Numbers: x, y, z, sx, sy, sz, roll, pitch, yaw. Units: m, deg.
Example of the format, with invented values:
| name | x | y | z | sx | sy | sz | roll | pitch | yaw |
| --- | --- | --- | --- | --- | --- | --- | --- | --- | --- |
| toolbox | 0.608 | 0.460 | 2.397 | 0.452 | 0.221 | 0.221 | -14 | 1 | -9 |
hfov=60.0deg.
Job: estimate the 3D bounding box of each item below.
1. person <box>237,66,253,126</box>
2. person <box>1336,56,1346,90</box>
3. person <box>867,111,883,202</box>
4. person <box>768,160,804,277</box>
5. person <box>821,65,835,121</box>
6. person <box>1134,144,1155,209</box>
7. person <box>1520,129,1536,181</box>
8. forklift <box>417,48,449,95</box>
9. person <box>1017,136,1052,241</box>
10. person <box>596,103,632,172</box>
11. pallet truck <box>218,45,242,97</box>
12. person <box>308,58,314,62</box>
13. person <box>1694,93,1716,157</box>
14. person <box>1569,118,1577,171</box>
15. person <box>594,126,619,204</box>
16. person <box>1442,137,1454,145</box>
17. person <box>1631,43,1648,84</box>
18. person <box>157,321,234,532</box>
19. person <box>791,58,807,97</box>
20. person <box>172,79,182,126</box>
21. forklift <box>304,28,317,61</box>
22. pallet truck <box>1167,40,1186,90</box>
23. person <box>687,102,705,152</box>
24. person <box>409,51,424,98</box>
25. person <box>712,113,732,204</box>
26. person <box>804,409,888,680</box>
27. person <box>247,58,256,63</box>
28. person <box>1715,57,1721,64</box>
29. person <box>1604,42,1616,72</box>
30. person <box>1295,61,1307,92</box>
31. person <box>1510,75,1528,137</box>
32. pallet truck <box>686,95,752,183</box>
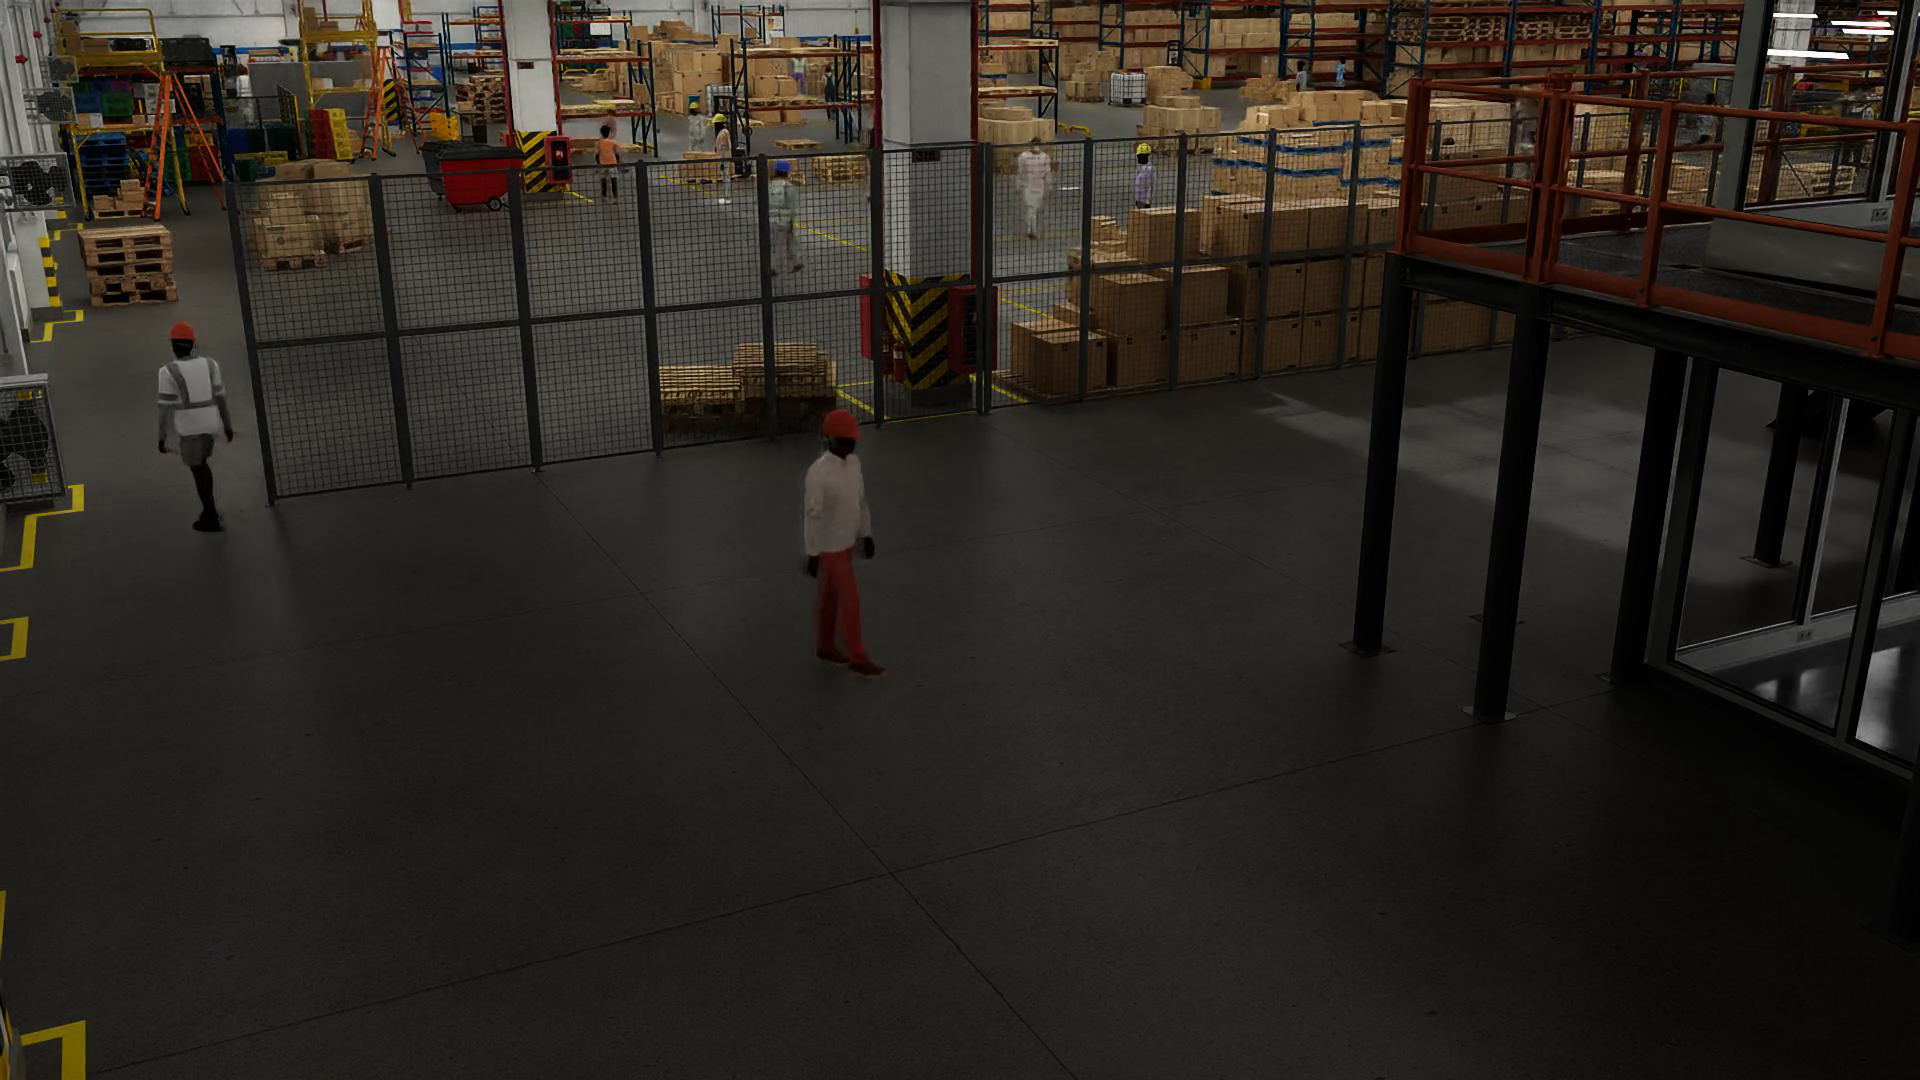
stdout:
| name | x | y | z | sx | sy | sz | roll | pitch | yaw |
| --- | --- | --- | --- | --- | --- | --- | --- | --- | --- |
| person | -23.123 | -14.443 | 54.087 | 0.614 | 1.848 | 0.905 | -4 | 19 | -10 |
| person | 14.462 | -17.473 | 63.102 | 0.318 | 1.698 | 0.539 | -6 | 20 | -17 |
| person | -1.680 | -8.291 | 36.092 | 0.869 | 1.962 | 0.630 | 10 | 22 | 28 |
| person | -2.962 | -5.353 | 27.682 | 0.614 | 1.901 | 0.996 | 7 | 20 | 20 |
| person | -4.391 | -14.955 | 55.611 | 0.544 | 1.823 | 0.745 | -3 | 19 | -9 |
| person | 3.297 | -6.158 | 29.959 | 0.366 | 1.926 | 0.593 | -5 | 20 | -14 |
| person | 11.570 | -7.358 | 33.560 | 0.801 | 1.839 | 0.550 | 1 | 19 | 4 |
| forklift | -21.723 | -19.368 | 66.814 | 1.129 | 2.768 | 1.873 | 14 | 23 | 35 |
| person | 1.440 | -6.590 | 31.230 | 0.662 | 1.911 | 0.781 | -6 | 20 | -18 |
| person | -8.715 | -10.022 | 41.463 | 0.869 | 1.727 | 0.522 | -13 | 23 | -34 |
| pallet truck | -28.879 | -18.665 | 66.111 | 0.823 | 1.965 | 1.885 | -3 | 19 | -9 |
| person | -22.538 | -15.780 | 57.870 | 0.572 | 1.919 | 0.639 | 0 | 19 | 0 |
| person | 20.221 | -11.281 | 45.187 | 0.543 | 1.685 | 0.512 | -9 | 21 | -25 |
| person | 13.945 | -9.112 | 38.372 | 0.417 | 2.034 | 0.603 | -2 | 19 | -7 |
| person | -7.647 | -8.150 | 36.157 | 0.543 | 1.652 | 0.876 | -7 | 20 | -20 |
| person | 9.307 | -6.796 | 31.940 | 0.627 | 1.844 | 0.429 | -11 | 22 | -28 |
| person | 27.910 | -19.426 | 68.405 | 0.631 | 1.940 | 0.372 | 4 | 19 | 10 |
| person | -6.946 | -1.013 | 15.081 | 0.522 | 1.898 | 0.657 | 12 | 23 | 32 |
| person | -6.316 | -18.292 | 65.233 | 0.621 | 1.860 | 1.021 | -7 | 20 | -21 |
| person | -24.295 | -13.452 | 51.563 | 0.364 | 1.622 | 0.551 | 16 | 24 | 38 |
| forklift | -23.502 | -17.147 | 60.375 | 1.873 | 2.768 | 1.129 | -9 | 21 | -25 |
| pallet truck | 9.045 | -19.971 | 69.895 | 0.823 | 1.965 | 1.885 | -3 | 19 | -8 |
| person | -6.604 | -10.045 | 41.524 | 0.487 | 1.719 | 0.714 | 6 | 20 | 16 |
| person | -20.553 | -17.562 | 63.021 | 0.655 | 1.921 | 0.668 | 0 | 19 | 1 |
| person | -5.153 | -8.284 | 36.127 | 0.386 | 1.924 | 0.598 | -1 | 19 | -3 |
| person | -0.753 | 0.035 | 11.934 | 0.807 | 1.968 | 0.646 | 8 | 21 | 22 |
| person | -24.431 | -15.690 | 57.570 | 0.347 | 1.943 | 0.545 | -7 | 20 | -19 |
| person | 28.576 | -17.420 | 62.968 | 0.628 | 1.682 | 0.542 | -11 | 22 | -30 |
| person | 30.115 | -22.487 | 77.352 | 0.661 | 1.884 | 0.589 | -9 | 21 | -24 |
| person | 11.337 | -15.024 | 55.614 | 0.575 | 1.948 | 0.601 | 16 | 25 | 39 |
| person | 16.392 | -12.636 | 48.746 | 0.405 | 1.918 | 0.564 | 16 | 25 | 39 |
| pallet truck | -5.836 | -9.608 | 39.856 | 0.823 | 1.965 | 1.885 | 10 | 22 | 27 |
